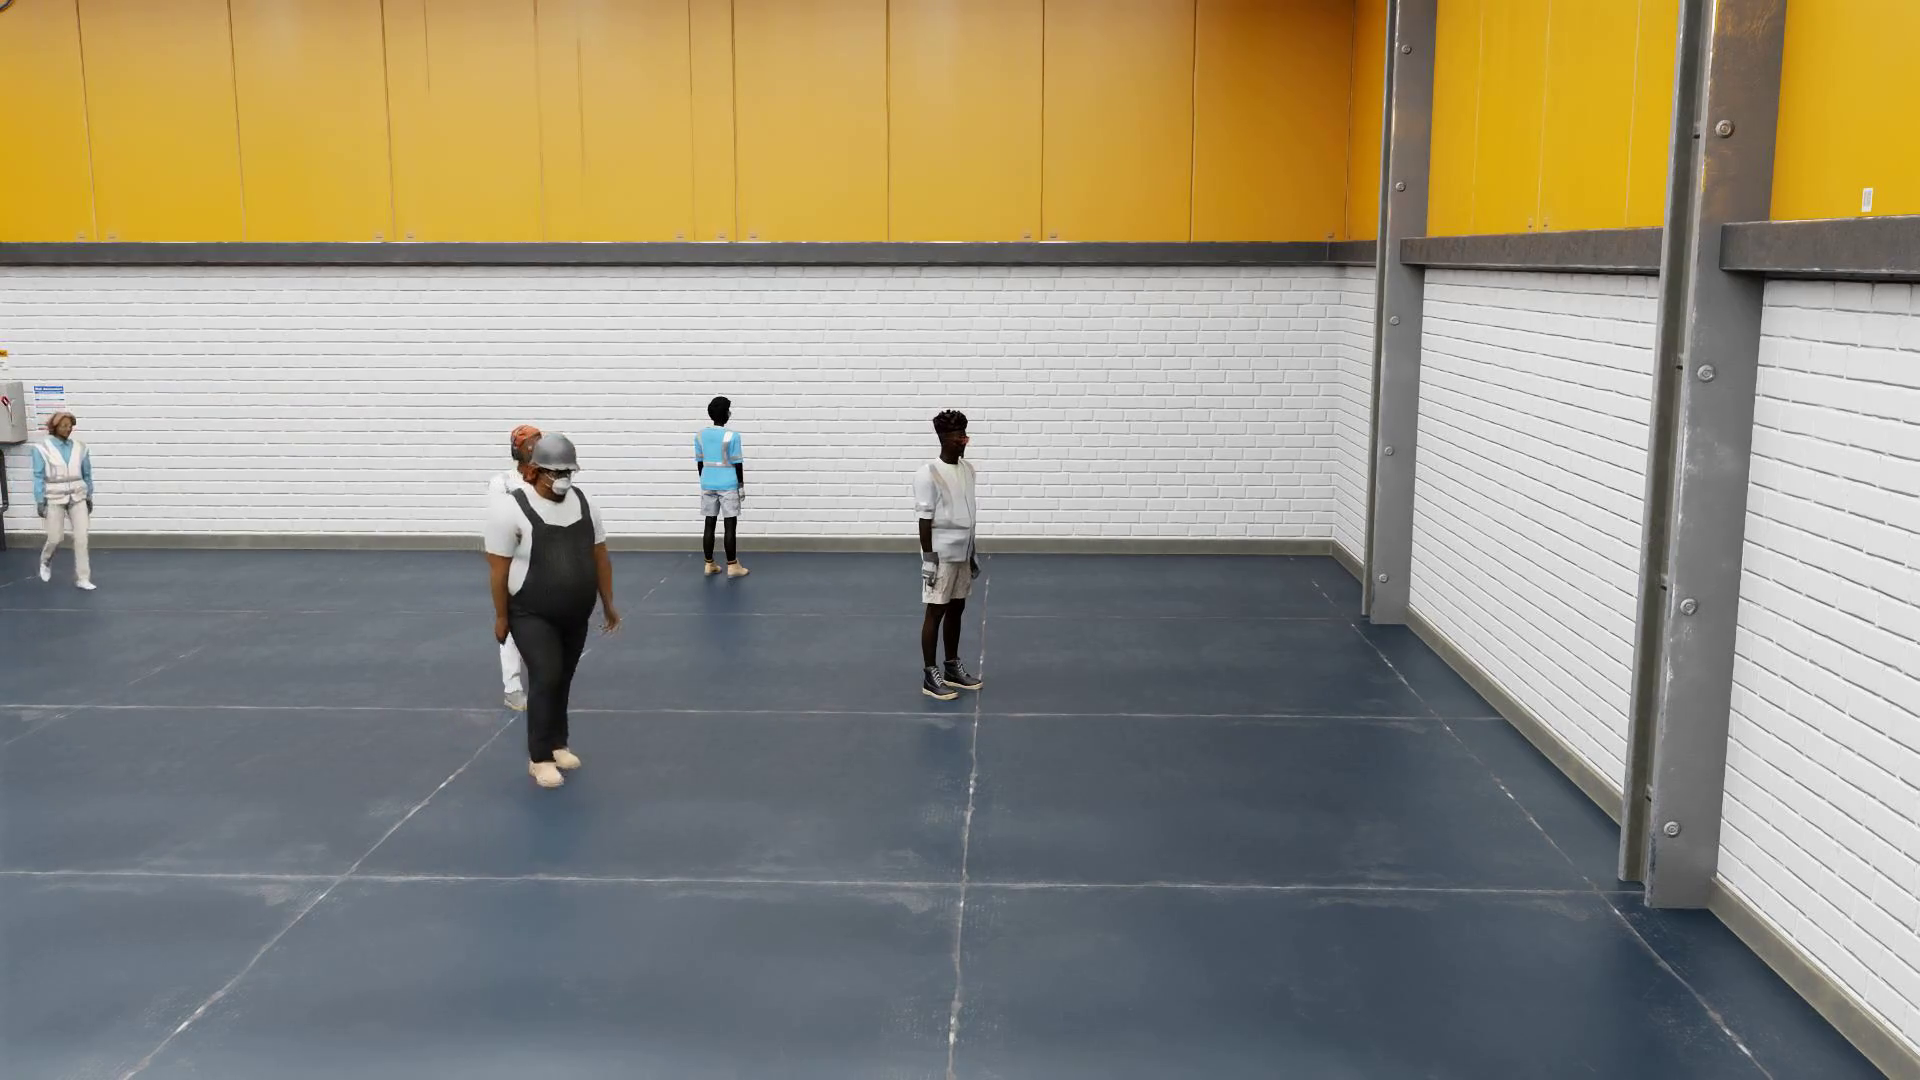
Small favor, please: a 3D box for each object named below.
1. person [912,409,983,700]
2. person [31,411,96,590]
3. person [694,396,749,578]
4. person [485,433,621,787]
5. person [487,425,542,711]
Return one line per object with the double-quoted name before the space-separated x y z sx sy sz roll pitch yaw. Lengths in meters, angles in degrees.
"person" -0.070 0.086 11.350 0.367 1.966 0.606 7 12 34
"person" -8.065 -0.355 14.942 0.553 1.617 0.525 8 12 38
"person" -2.229 -0.493 15.533 0.535 1.696 0.318 5 11 28
"person" -2.294 0.364 9.511 0.713 2.000 0.690 8 13 40
"person" -2.865 0.175 11.080 0.359 1.882 0.575 7 12 34
